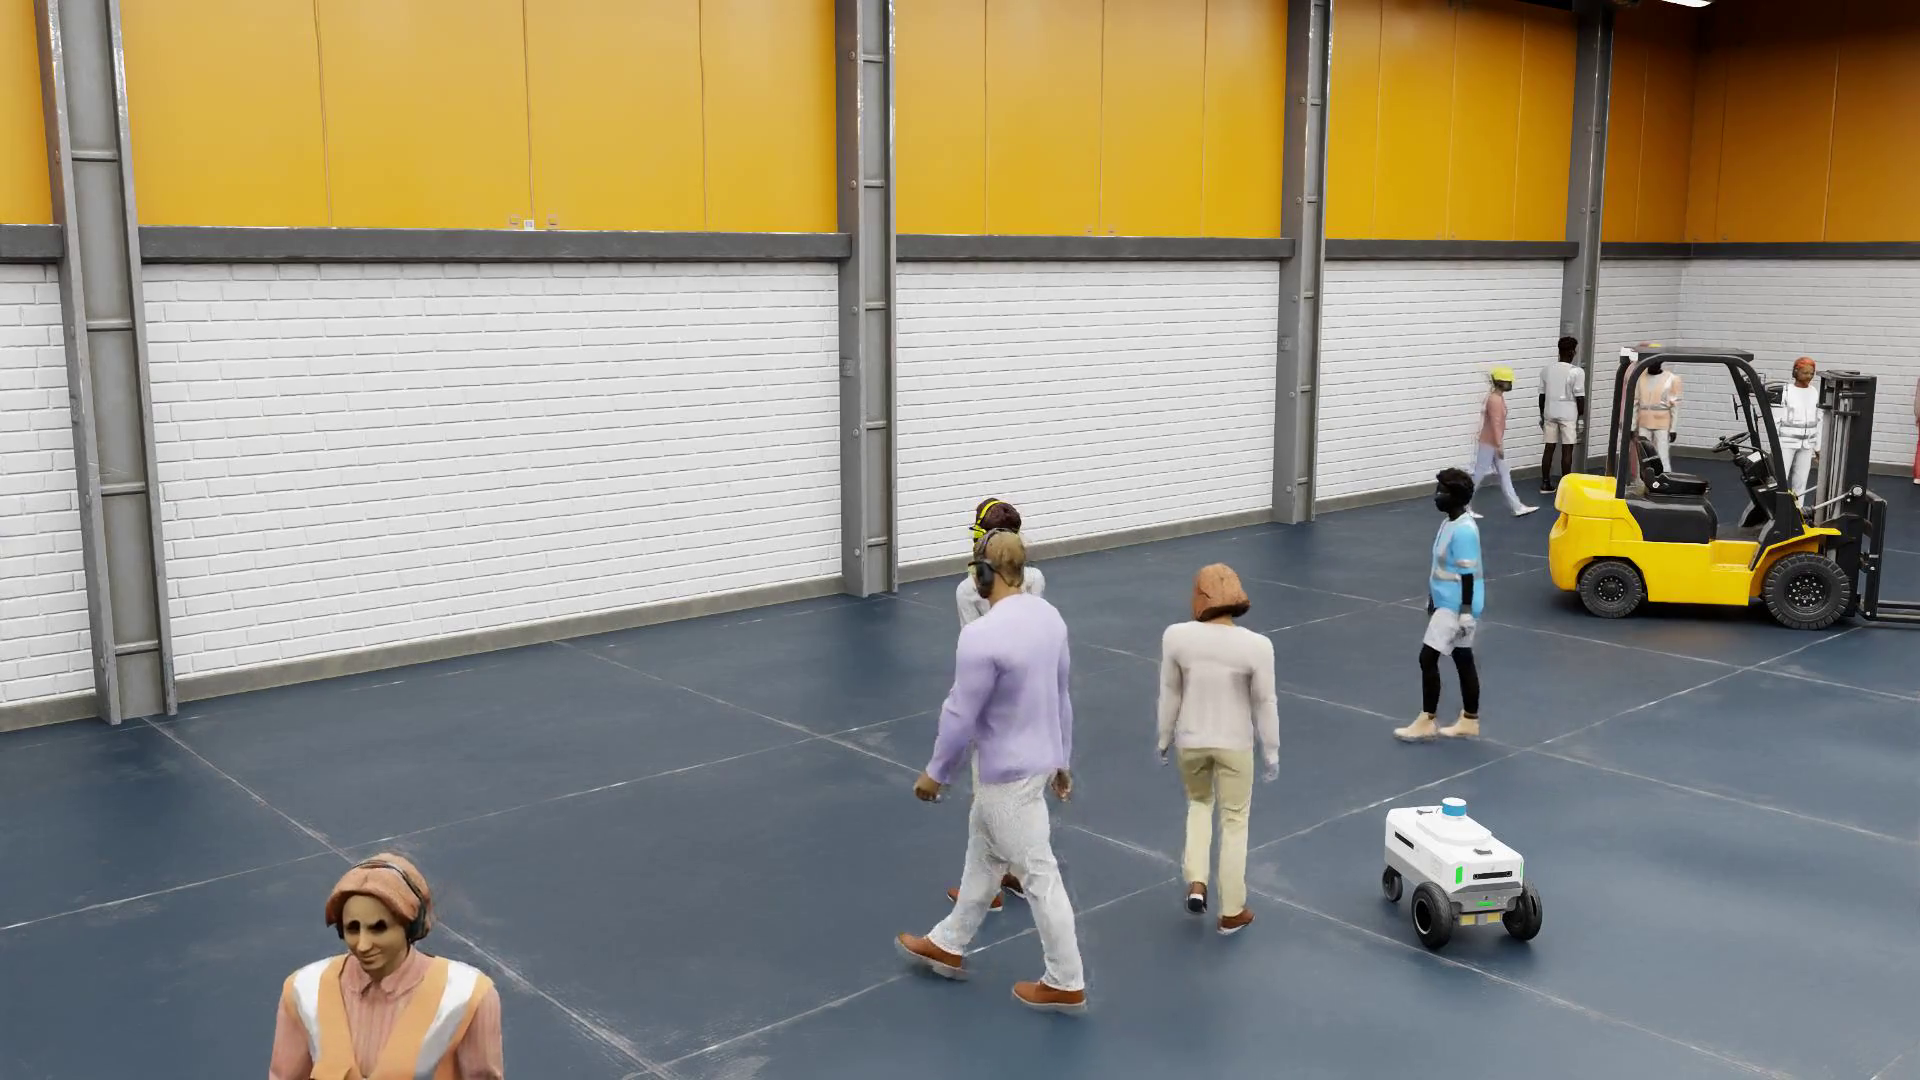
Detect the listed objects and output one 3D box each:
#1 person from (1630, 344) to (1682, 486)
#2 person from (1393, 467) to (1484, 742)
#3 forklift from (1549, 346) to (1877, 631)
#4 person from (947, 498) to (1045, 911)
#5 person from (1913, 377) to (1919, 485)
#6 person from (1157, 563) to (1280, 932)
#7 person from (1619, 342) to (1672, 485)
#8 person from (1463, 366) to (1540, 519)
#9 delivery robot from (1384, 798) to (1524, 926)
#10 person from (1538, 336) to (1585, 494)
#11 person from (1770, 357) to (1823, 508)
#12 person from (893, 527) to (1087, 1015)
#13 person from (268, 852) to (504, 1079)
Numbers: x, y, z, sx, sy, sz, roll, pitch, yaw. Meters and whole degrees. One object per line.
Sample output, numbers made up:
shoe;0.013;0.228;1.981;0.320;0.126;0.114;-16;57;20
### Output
person;8.250;-1.368;19.745;0.470;1.912;0.590;-8;12;-38
person;2.881;0.397;10.051;0.654;1.673;0.557;2;10;10
forklift;6.109;-0.478;13.691;2.313;2.155;1.214;3;10;16
person;0.157;0.742;7.514;0.514;1.867;0.328;-9;13;-42
person;12.507;-1.564;21.299;0.327;1.767;0.533;-7;12;-34
person;1.135;0.899;7.289;0.554;1.619;0.355;5;11;25
person;8.647;-1.558;20.994;0.666;1.871;0.886;4;11;23
person;6.022;-1.070;18.509;0.886;1.716;0.546;4;11;24
delivery robot;2.165;1.380;7.327;0.477;0.478;0.707;-2;10;-12
person;7.421;-1.527;20.498;0.361;1.965;0.613;-8;12;-39
person;8.852;-0.991;17.610;0.575;1.881;0.355;-1;10;-5
person;0.099;0.893;6.540;0.967;1.884;0.617;5;11;26
person;-1.294;1.506;3.740;0.526;1.626;0.419;1;10;7
